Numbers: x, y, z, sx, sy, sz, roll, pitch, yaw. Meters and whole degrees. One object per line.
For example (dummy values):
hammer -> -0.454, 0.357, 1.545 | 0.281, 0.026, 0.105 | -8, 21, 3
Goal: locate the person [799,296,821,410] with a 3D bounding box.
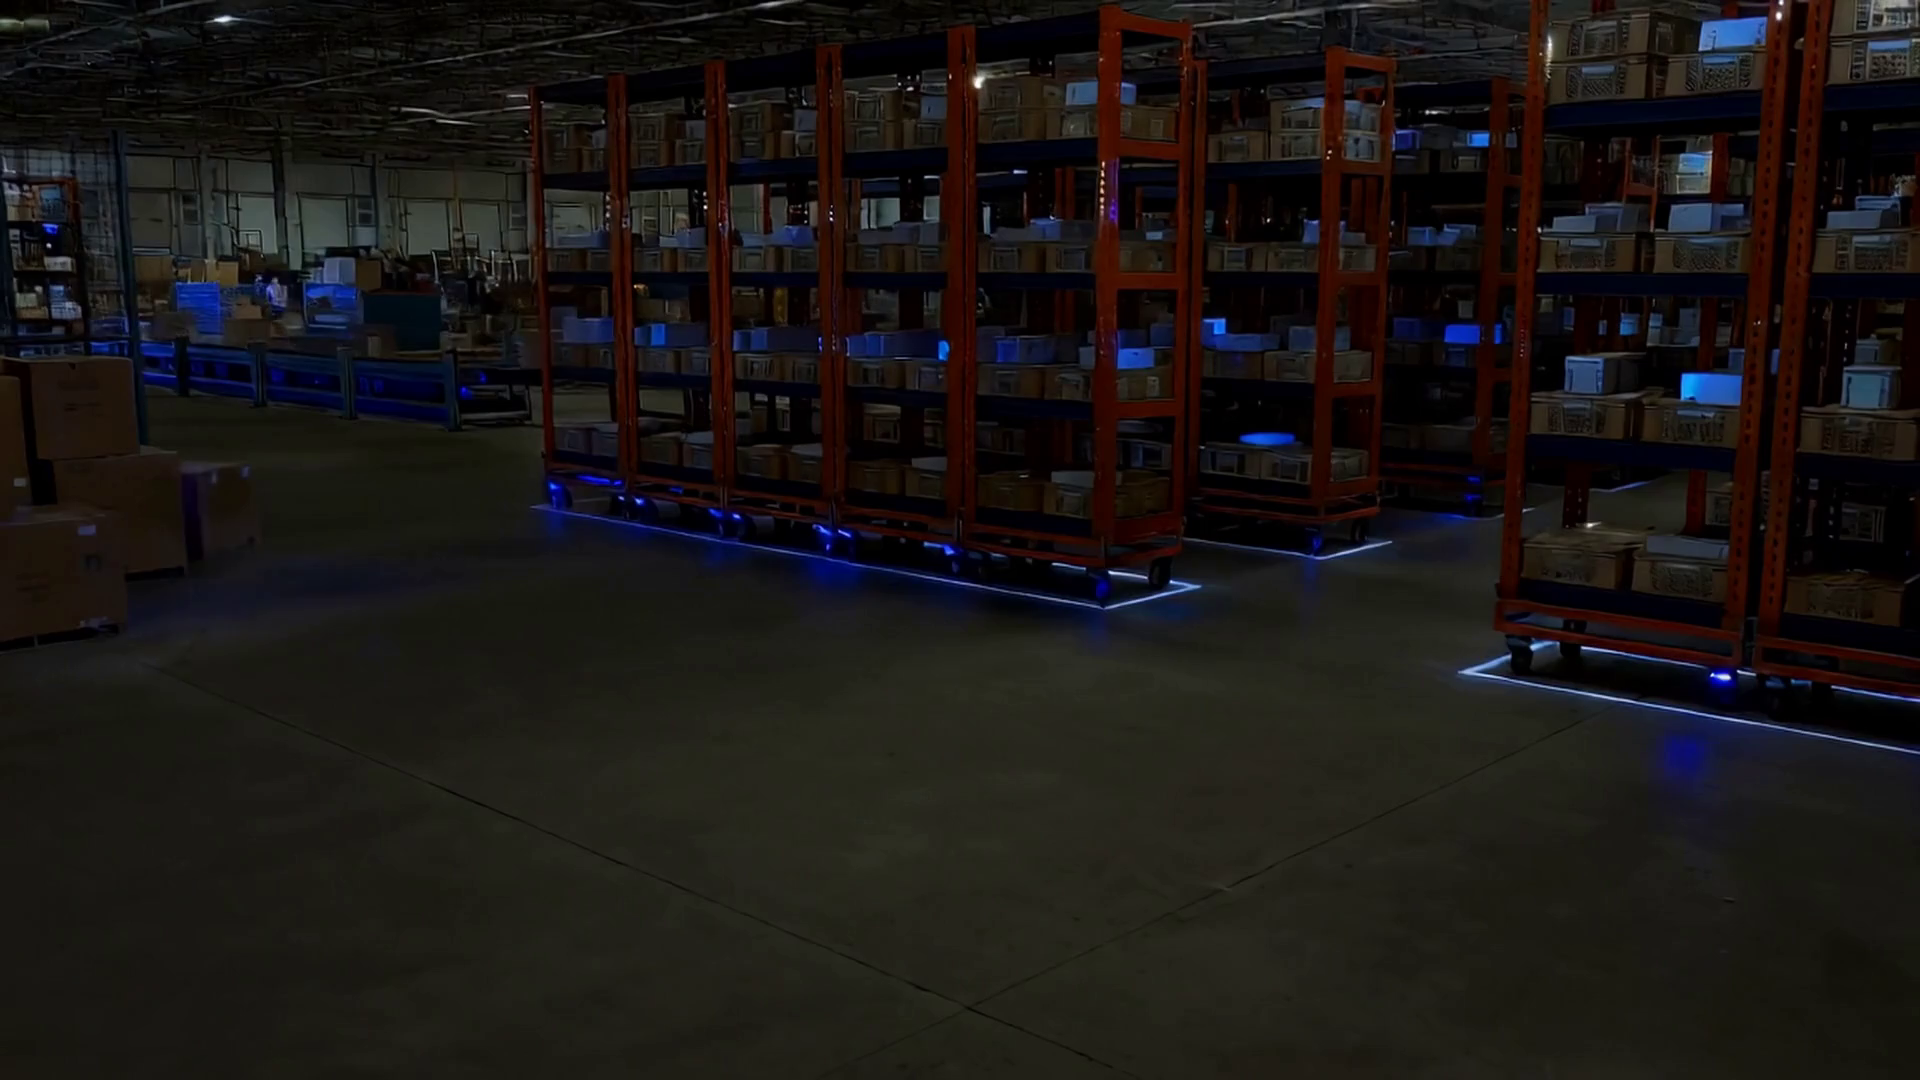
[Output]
person -> -1.440, -1.646, 17.358 | 0.602, 1.799, 0.902 | 8, 12, 39

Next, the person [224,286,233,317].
person -> -16.851, -5.068, 38.276 | 0.527, 1.823, 0.972 | 5, 11, 29

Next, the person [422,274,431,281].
person -> -25.557, -11.780, 79.473 | 0.643, 1.803, 0.926 | 4, 10, 22

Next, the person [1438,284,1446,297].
person -> 12.674, -6.026, 44.134 | 0.420, 1.823, 0.609 | 7, 12, 37

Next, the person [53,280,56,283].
person -> -44.521, -12.190, 81.598 | 0.369, 1.928, 0.586 | -9, 13, -43

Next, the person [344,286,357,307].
person -> -19.356, -7.478, 52.794 | 0.570, 1.905, 0.721 | 4, 10, 21

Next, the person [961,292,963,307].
person -> 0.088, -7.938, 56.272 | 0.541, 1.677, 0.647 | -9, 13, -43

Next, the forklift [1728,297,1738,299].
forklift -> 19.242, -6.174, 41.802 | 1.873, 2.768, 1.129 | 2, 9, 11

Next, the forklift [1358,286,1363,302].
forklift -> 11.100, -7.017, 46.970 | 1.873, 2.768, 1.129 | 9, 13, 43

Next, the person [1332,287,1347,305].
person -> 5.455, -2.843, 24.156 | 0.809, 1.956, 0.676 | -4, 10, -22

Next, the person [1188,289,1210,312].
person -> 3.740, -3.203, 26.603 | 0.512, 1.897, 0.651 | -5, 11, -30

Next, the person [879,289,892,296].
person -> -2.518, -8.245, 58.168 | 0.743, 1.662, 0.553 | -9, 13, -44

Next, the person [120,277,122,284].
person -> -40.566, -11.949, 80.760 | 0.539, 1.708, 0.932 | 7, 12, 37

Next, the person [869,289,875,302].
person -> -3.757, -10.579, 71.600 | 0.367, 1.966, 0.607 | 2, 9, 11

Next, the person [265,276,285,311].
person -> -21.917, -7.520, 53.264 | 0.593, 1.844, 0.977 | -7, 12, -37

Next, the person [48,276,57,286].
person -> -30.680, -8.126, 56.465 | 1.004, 1.995, 0.615 | -1, 9, -8

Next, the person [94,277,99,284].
person -> -39.274, -11.125, 75.792 | 0.534, 1.676, 0.561 | 3, 10, 18

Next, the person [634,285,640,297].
person -> -17.598, -13.533, 90.121 | 0.525, 1.839, 0.338 | -1, 9, -4

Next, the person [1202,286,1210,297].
person -> 7.827, -7.575, 53.466 | 0.665, 1.863, 0.929 | 8, 12, 41

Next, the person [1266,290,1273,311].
person -> 10.544, -7.943, 56.488 | 0.518, 1.617, 0.371 | 7, 12, 38

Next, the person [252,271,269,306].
person -> -24.187, -8.355, 57.737 | 0.544, 2.000, 0.712 | 2, 10, 14

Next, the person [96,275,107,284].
person -> -36.807, -10.482, 71.471 | 0.470, 1.841, 0.626 | 0, 9, 3

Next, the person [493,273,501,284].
person -> -26.569, -14.453, 95.605 | 0.601, 1.878, 0.390 | -6, 11, -32
